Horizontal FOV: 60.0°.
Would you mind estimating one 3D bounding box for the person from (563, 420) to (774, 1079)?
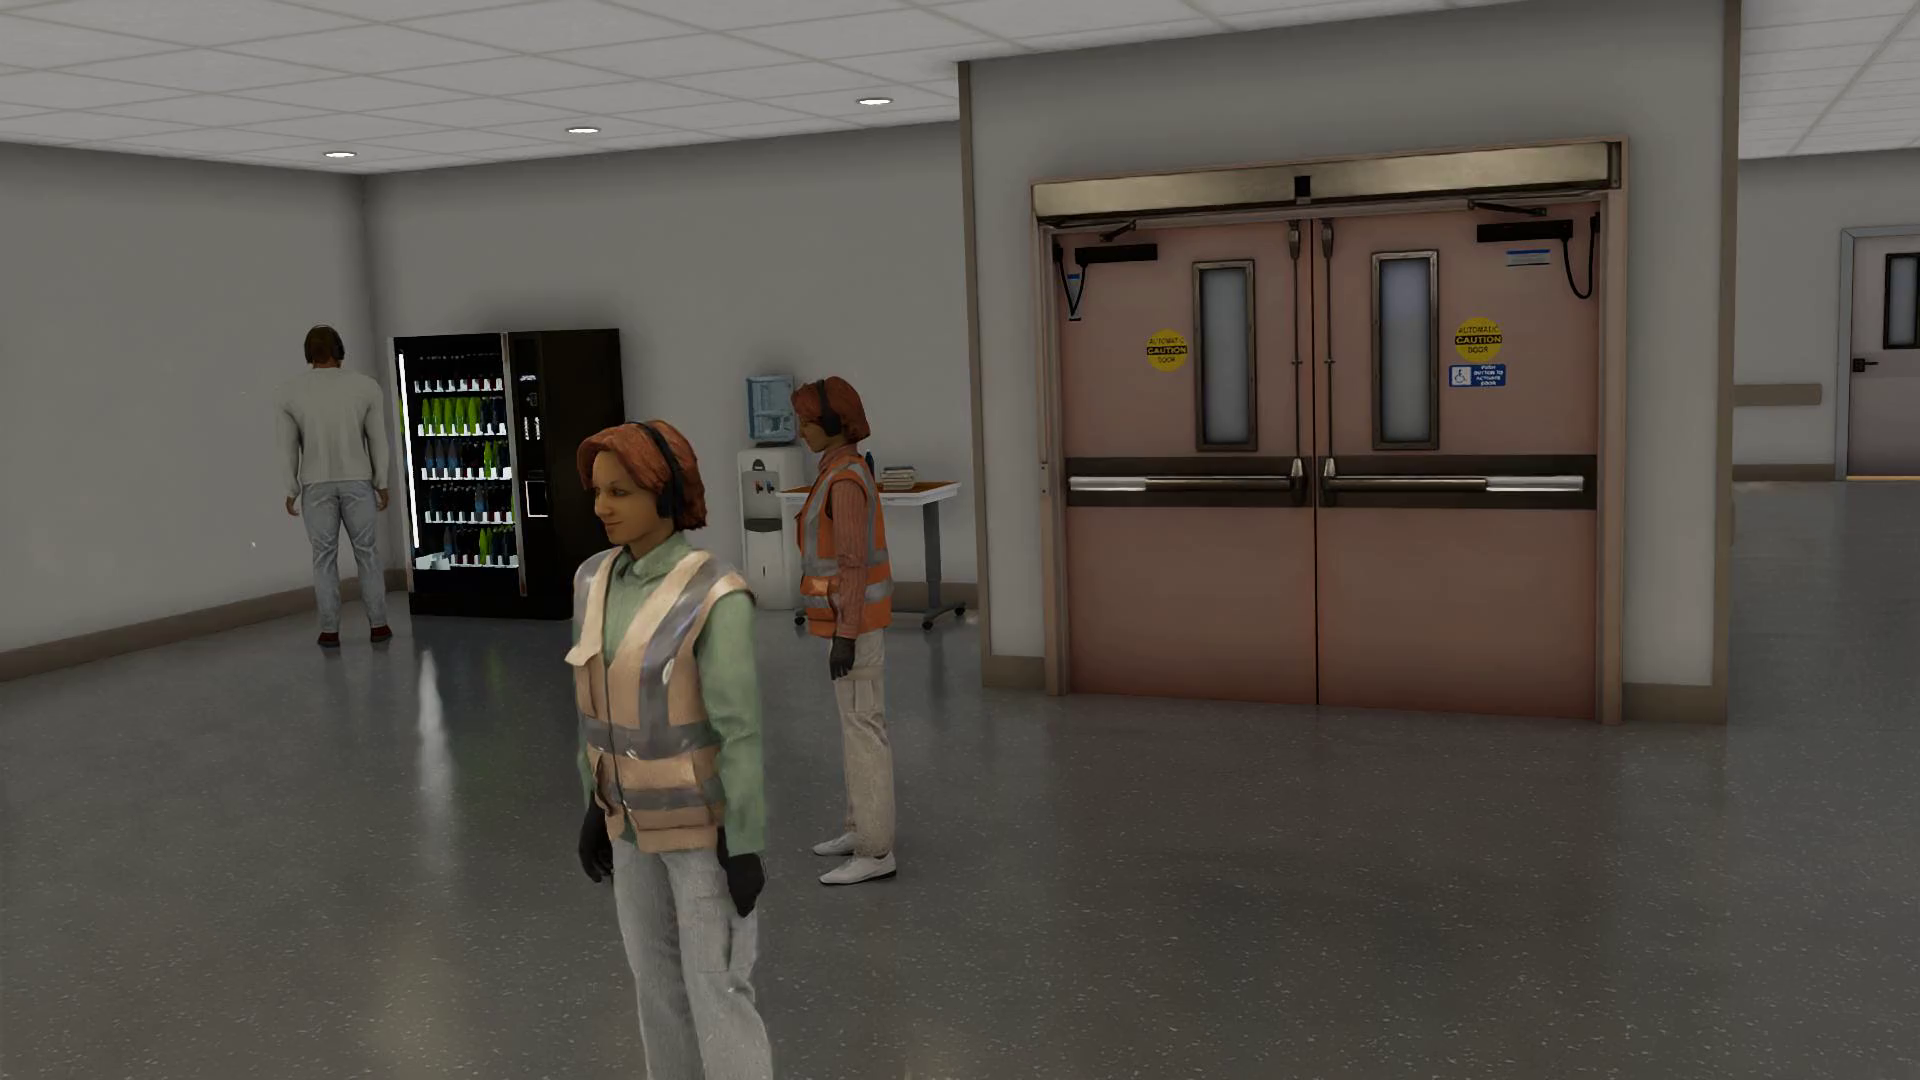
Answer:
[{"bbox_3d":[-0.569,0.579,3.278,0.516,1.630,0.332,5,10,45],"label":"person"}]

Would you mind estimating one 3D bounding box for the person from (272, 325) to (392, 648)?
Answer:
[{"bbox_3d":[-3.756,-0.321,10.010,0.628,1.936,0.375,-5,8,-21],"label":"person"}]

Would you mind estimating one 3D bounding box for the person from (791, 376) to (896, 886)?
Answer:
[{"bbox_3d":[-0.366,0.289,5.406,0.310,1.640,0.514,-3,7,-6],"label":"person"}]
